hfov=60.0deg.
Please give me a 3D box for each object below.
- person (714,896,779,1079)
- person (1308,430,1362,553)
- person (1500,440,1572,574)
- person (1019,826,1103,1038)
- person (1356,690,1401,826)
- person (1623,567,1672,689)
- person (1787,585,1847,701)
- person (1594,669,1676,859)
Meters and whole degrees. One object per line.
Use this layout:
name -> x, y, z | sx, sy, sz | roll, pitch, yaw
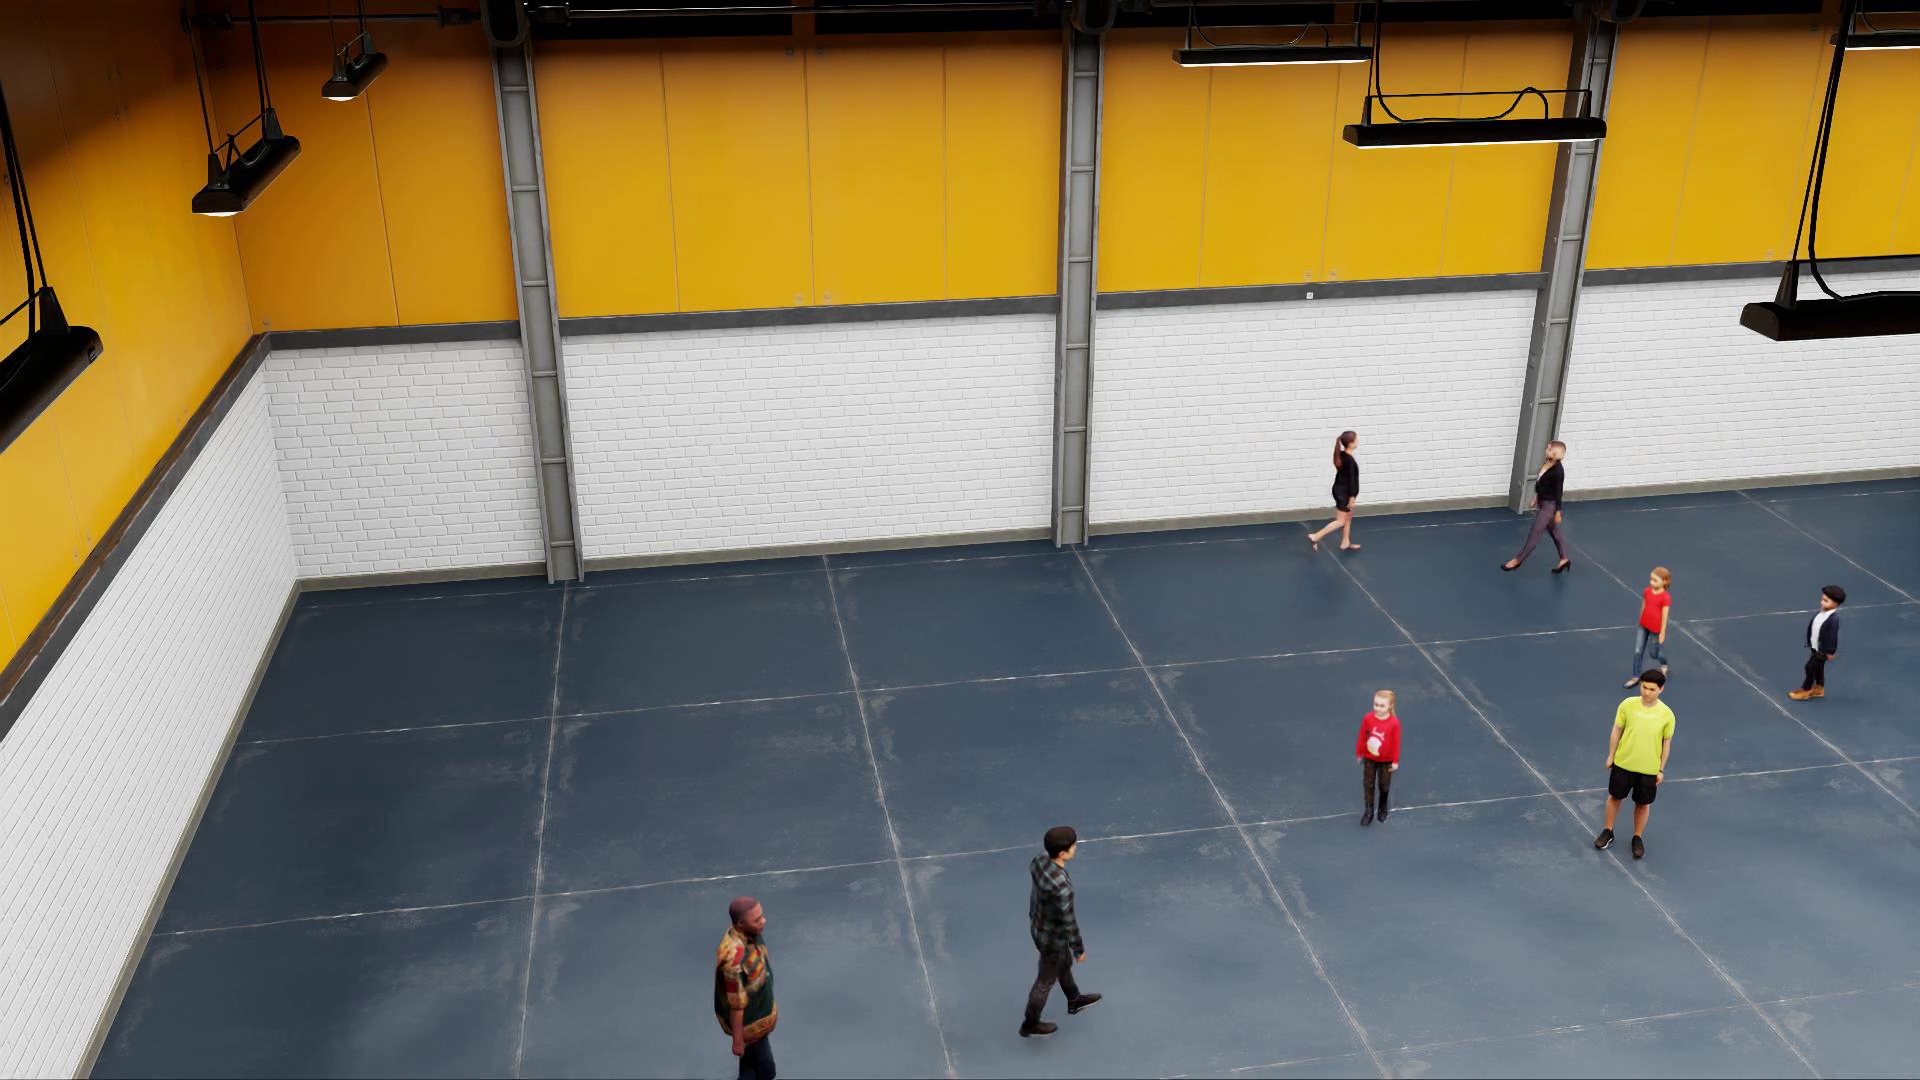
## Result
person -> -1.471, 3.112, 10.939 | 0.755, 1.799, 0.772 | 3, 24, 6
person -> 4.464, -0.547, 19.638 | 0.938, 1.536, 0.545 | -5, 24, -11
person -> 6.821, -0.329, 19.030 | 1.087, 1.624, 0.753 | 1, 24, 2
person -> 0.575, 2.759, 11.692 | 0.923, 1.692, 0.743 | -6, 24, -14
person -> 3.651, 1.864, 14.447 | 0.606, 1.277, 0.675 | 12, 26, 25
person -> 6.987, 0.878, 16.685 | 0.861, 1.291, 0.660 | -13, 27, -28
person -> 8.586, 1.022, 16.451 | 0.662, 1.215, 0.578 | 1, 24, 3
person -> 5.682, 1.842, 13.957 | 0.672, 1.709, 0.761 | 12, 26, 25
